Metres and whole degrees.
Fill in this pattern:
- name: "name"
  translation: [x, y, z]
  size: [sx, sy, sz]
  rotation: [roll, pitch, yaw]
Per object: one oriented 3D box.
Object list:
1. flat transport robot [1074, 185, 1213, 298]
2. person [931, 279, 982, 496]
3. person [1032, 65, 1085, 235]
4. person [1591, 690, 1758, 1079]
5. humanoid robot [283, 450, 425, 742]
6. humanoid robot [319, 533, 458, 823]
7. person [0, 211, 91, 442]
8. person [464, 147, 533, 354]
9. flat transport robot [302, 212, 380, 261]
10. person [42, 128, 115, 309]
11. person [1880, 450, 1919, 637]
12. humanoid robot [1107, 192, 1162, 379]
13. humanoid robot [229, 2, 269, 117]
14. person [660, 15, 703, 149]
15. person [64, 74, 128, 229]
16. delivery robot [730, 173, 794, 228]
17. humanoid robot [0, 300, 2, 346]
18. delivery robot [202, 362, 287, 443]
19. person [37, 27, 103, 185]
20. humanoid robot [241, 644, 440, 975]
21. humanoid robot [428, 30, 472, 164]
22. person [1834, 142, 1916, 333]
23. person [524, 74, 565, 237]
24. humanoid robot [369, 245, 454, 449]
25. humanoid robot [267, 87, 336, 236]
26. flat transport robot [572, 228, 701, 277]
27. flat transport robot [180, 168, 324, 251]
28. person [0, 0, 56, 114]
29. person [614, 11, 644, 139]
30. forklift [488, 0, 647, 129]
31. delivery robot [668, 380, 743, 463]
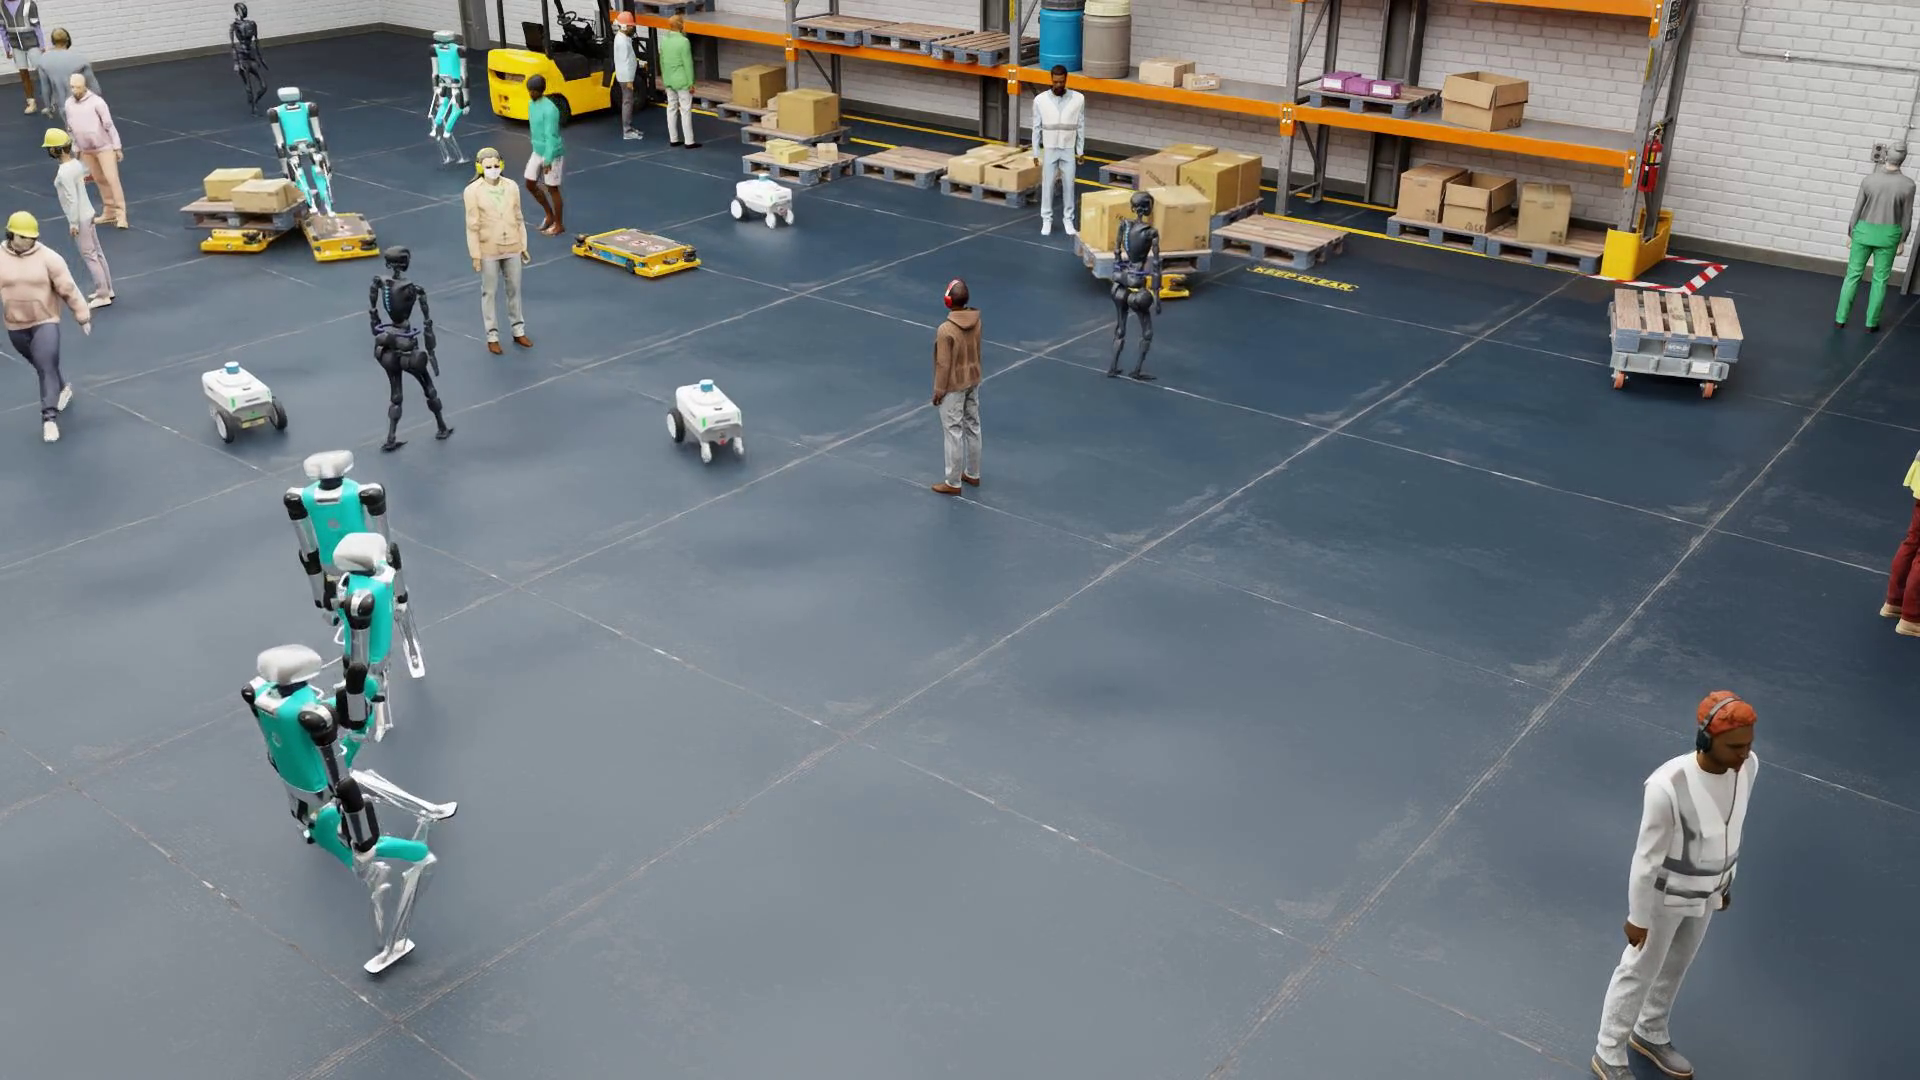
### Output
- name: "flat transport robot"
  translation: [1.879, -2.811, 17.392]
  size: [0.659, 0.231, 1.431]
  rotation: [-4, 26, -9]
- name: "person"
  translation: [-0.003, -1.123, 12.303]
  size: [0.338, 1.651, 0.454]
  rotation: [21, 33, 37]
- name: "person"
  translation: [1.110, -4.419, 18.844]
  size: [0.595, 1.908, 0.408]
  rotation: [-2, 26, -4]
- name: "person"
  translation: [2.919, 1.436, 6.741]
  size: [0.582, 1.882, 0.338]
  rotation: [-14, 29, -26]
- name: "humanoid robot"
  translation: [-3.364, 0.194, 9.539]
  size: [0.549, 1.777, 1.027]
  rotation: [-1, 26, -2]
- name: "humanoid robot"
  translation: [-3.111, 0.769, 8.289]
  size: [1.035, 1.723, 0.562]
  rotation: [-2, 26, -4]
- name: "person"
  translation: [-7.535, -1.798, 13.535]
  size: [0.811, 1.813, 0.978]
  rotation: [-5, 26, -10]
- name: "person"
  translation: [-4.229, -2.661, 15.234]
  size: [0.559, 1.874, 0.390]
  rotation: [-18, 31, -33]
- name: "flat transport robot"
  translation: [-6.955, -3.409, 18.631]
  size: [0.659, 0.231, 1.431]
  rotation: [-12, 28, -23]
- name: "person"
  translation: [-8.719, -3.172, 16.418]
  size: [0.326, 1.766, 0.532]
  rotation: [-6, 26, -13]
- name: "person"
  translation: [6.094, -0.250, 10.358]
  size: [0.378, 1.775, 0.467]
  rotation: [3, 26, 6]
- name: "humanoid robot"
  translation: [1.513, -2.219, 14.561]
  size: [0.356, 1.649, 0.603]
  rotation: [-17, 31, -32]
- name: "humanoid robot"
  translation: [-10.589, -7.139, 24.734]
  size: [0.335, 1.643, 0.605]
  rotation: [10, 27, 19]
- name: "person"
  translation: [-3.863, -6.285, 22.847]
  size: [0.537, 1.783, 0.387]
  rotation: [17, 30, 31]
- name: "person"
  translation: [-9.903, -4.445, 19.071]
  size: [0.646, 1.761, 0.575]
  rotation: [4, 26, 7]
- name: "delivery robot"
  translation: [-2.306, -4.001, 19.524]
  size: [0.499, 0.592, 0.792]
  rotation: [-23, 34, -39]
- name: "humanoid robot"
  translation: [-9.153, -2.596, 15.252]
  size: [0.724, 1.780, 0.536]
  rotation: [-11, 28, -22]
- name: "delivery robot"
  translation: [-5.914, -1.166, 13.638]
  size: [0.499, 0.579, 0.767]
  rotation: [-21, 33, -36]
- name: "person"
  translation: [-11.210, -5.544, 21.162]
  size: [0.663, 1.909, 0.846]
  rotation: [-2, 26, -4]
- name: "humanoid robot"
  translation: [-2.660, 1.236, 7.440]
  size: [0.538, 1.898, 0.728]
  rotation: [17, 31, 31]
- name: "humanoid robot"
  translation: [-6.687, -5.699, 21.531]
  size: [0.533, 1.677, 0.735]
  rotation: [8, 27, 15]
- name: "person"
  translation: [8.669, -2.868, 15.716]
  size: [0.523, 1.829, 0.332]
  rotation: [16, 30, 29]
- name: "person"
  translation: [-4.663, -4.324, 18.733]
  size: [0.465, 1.829, 0.525]
  rotation: [-23, 34, -39]
- name: "humanoid robot"
  translation: [-4.413, -1.542, 13.181]
  size: [0.613, 1.644, 0.611]
  rotation: [9, 27, 18]
- name: "humanoid robot"
  translation: [-7.092, -3.969, 18.175]
  size: [0.544, 1.825, 0.826]
  rotation: [-17, 31, -31]
- name: "flat transport robot"
  translation: [-3.524, -3.131, 18.055]
  size: [1.431, 0.231, 0.659]
  rotation: [22, 33, 38]
- name: "flat transport robot"
  translation: [-8.018, -3.570, 18.965]
  size: [0.659, 0.231, 1.431]
  rotation: [2, 26, 4]
- name: "person"
  translation: [-14.011, -7.402, 24.881]
  size: [0.598, 2.035, 0.397]
  rotation: [-3, 26, -7]
- name: "person"
  translation: [-4.670, -6.542, 23.427]
  size: [0.351, 1.740, 0.571]
  rotation: [-6, 26, -11]
- name: "forklift"
  translation: [-5.874, -7.334, 24.552]
  size: [1.214, 2.155, 2.313]
  rotation: [19, 32, 34]
- name: "delivery robot"
  translation: [-2.011, -0.990, 13.291]
  size: [0.499, 0.593, 0.789]
  rotation: [-12, 28, -24]
